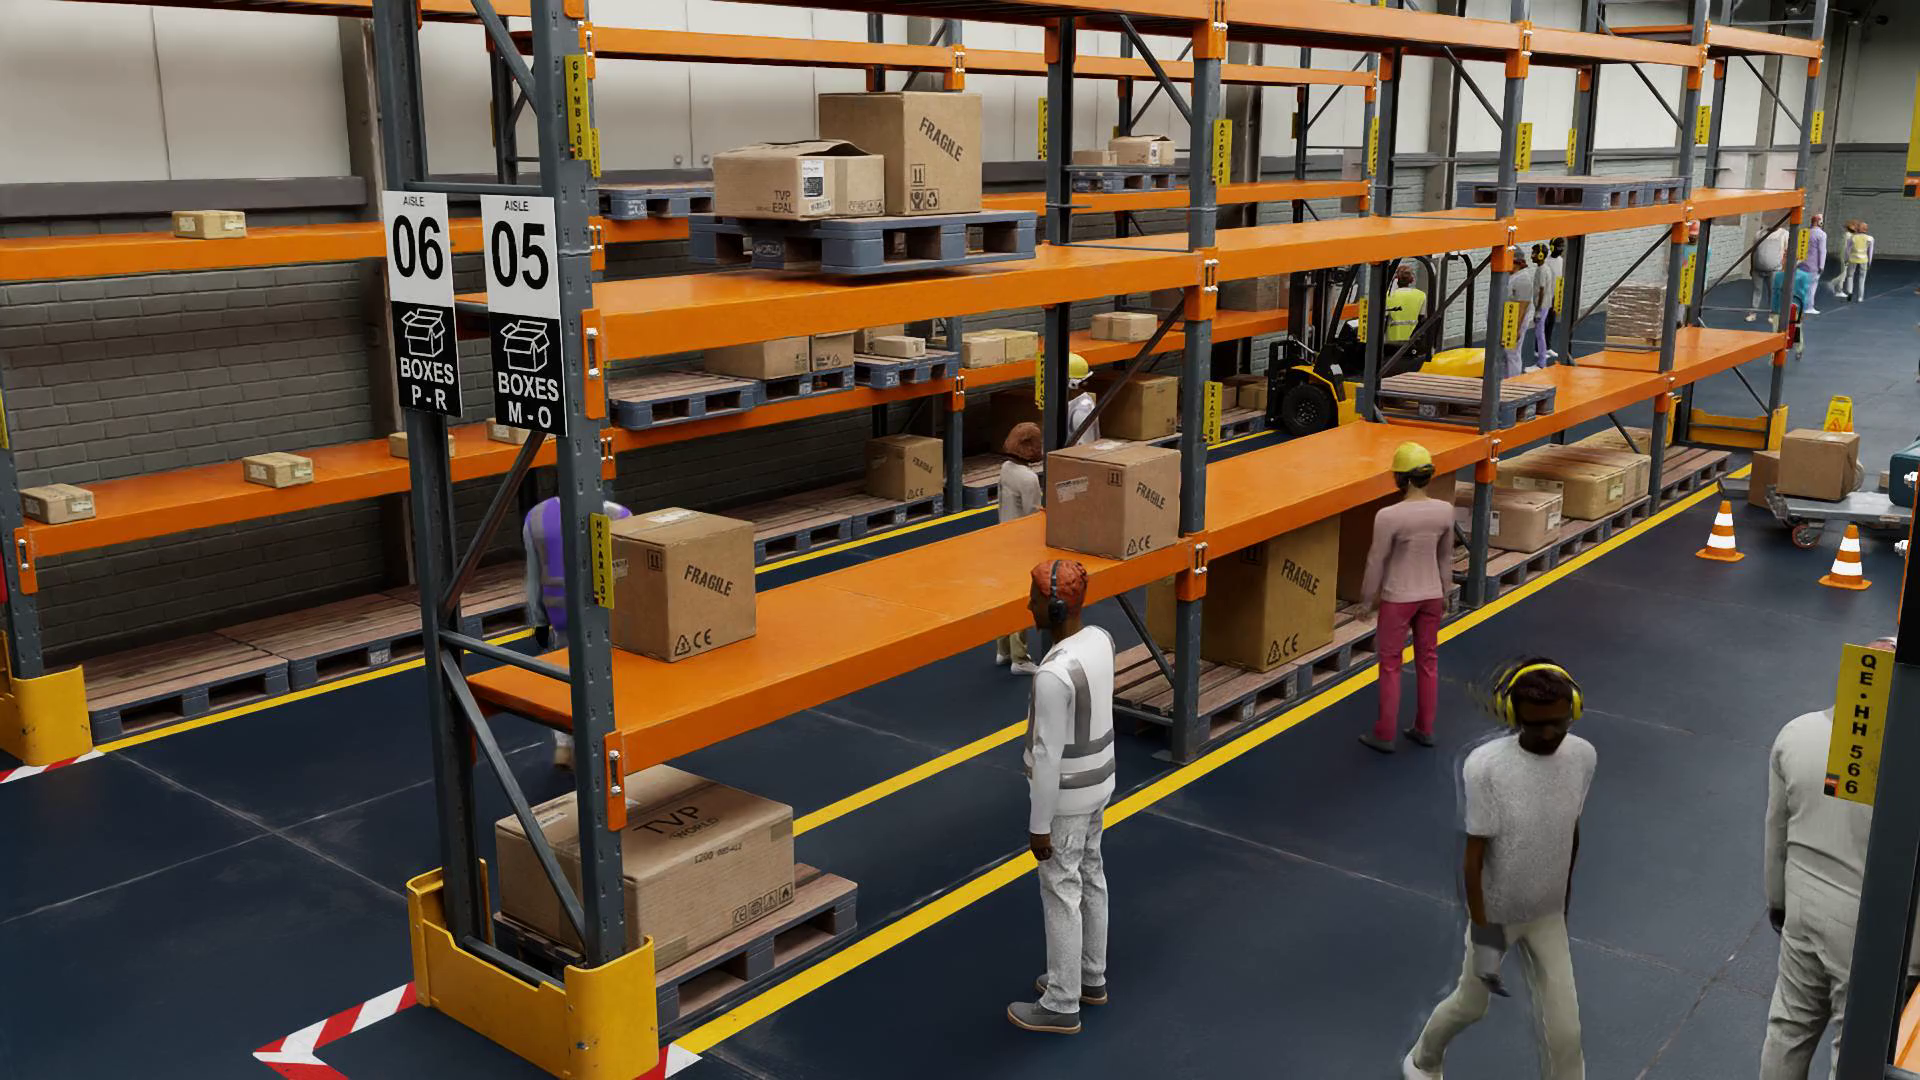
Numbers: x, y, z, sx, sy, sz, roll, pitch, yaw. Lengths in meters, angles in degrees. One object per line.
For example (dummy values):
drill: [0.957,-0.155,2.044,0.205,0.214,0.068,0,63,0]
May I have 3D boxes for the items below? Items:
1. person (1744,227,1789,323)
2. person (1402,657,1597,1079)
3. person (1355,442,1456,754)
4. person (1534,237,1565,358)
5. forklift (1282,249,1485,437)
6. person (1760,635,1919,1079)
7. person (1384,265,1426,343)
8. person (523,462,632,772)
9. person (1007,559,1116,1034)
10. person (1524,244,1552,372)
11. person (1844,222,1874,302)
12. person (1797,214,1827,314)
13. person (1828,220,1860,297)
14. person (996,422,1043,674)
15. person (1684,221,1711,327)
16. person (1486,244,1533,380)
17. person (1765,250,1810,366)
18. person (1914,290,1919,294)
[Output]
person: [14.784,-5.001,30.430,0.681,2.000,0.538,12,18,40]
person: [1.836,1.227,5.546,0.498,1.822,0.911,-3,14,-12]
person: [2.501,0.326,9.327,0.539,1.761,0.331,-5,15,-20]
person: [9.130,-3.743,25.691,0.509,1.862,0.321,-11,18,-38]
forklift: [4.886,-2.214,18.767,2.313,2.155,1.214,11,18,38]
person: [2.882,1.229,5.340,0.402,1.911,0.639,-4,14,-18]
person: [5.387,-2.424,20.343,0.577,1.843,0.397,-1,14,-5]
person: [-1.959,0.411,8.822,0.622,1.832,0.432,3,14,13]
person: [0.408,0.982,6.408,0.358,1.880,0.575,7,15,25]
person: [8.393,-3.351,24.107,0.344,1.859,0.501,4,14,17]
person: [18.394,-5.680,34.075,0.522,1.618,0.446,6,15,23]
person: [16.367,-5.303,31.962,0.399,1.900,0.646,-4,14,-17]
person: [18.733,-5.963,35.209,0.425,1.614,0.586,8,16,29]
person: [0.399,0.048,10.714,0.266,1.631,0.507,-5,15,-20]
person: [11.715,-4.090,26.724,0.609,2.040,0.394,1,14,5]
person: [7.070,-2.802,21.476,0.535,2.000,0.682,0,14,1]
person: [12.356,-3.457,24.771,0.614,1.735,0.573,-8,16,-31]
person: [20.736,-6.220,35.491,0.395,1.990,0.619,2,14,10]
